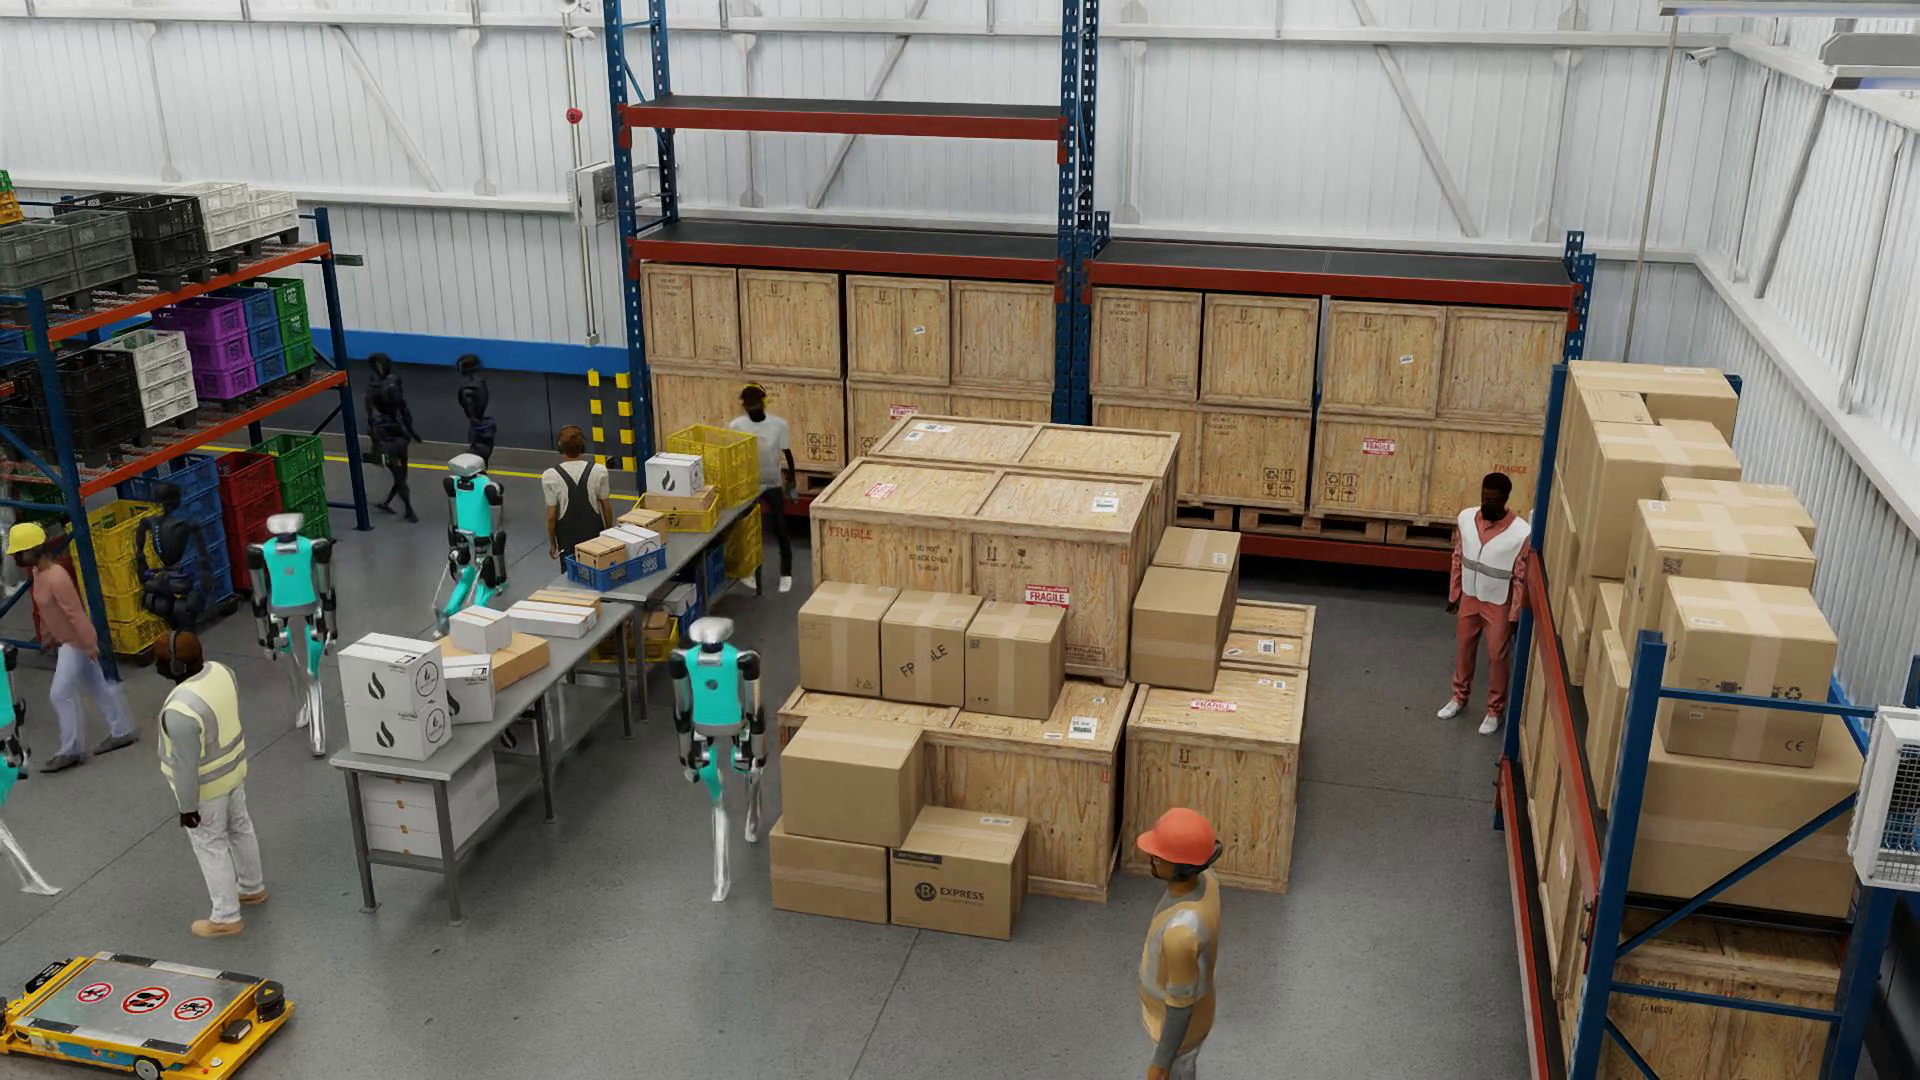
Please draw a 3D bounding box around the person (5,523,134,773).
[{"bbox_3d":[-6.042,0.705,11.136,0.738,1.724,0.549,-16,26,-36],"label":"person"}]

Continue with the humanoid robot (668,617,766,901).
[{"bbox_3d":[-1.374,1.179,9.976,0.533,1.780,1.020,1,21,4],"label":"humanoid robot"}]

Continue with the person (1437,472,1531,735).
[{"bbox_3d":[3.699,0.421,11.654,0.394,1.910,0.585,-18,27,-38],"label":"person"}]

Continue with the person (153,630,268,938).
[{"bbox_3d":[-4.226,1.350,9.326,0.430,1.836,0.628,1,21,2],"label":"person"}]

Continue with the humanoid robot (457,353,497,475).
[{"bbox_3d":[-4.519,-0.939,15.517,0.363,1.648,0.609,-3,21,-7],"label":"humanoid robot"}]

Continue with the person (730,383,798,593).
[{"bbox_3d":[-1.659,-0.449,14.026,0.564,1.846,0.406,-2,21,-5],"label":"person"}]

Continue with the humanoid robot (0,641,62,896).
[{"bbox_3d":[-5.849,1.288,9.661,0.995,1.778,0.530,5,21,12],"label":"humanoid robot"}]

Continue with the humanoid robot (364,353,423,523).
[{"bbox_3d":[-5.371,-0.977,15.691,0.531,1.658,0.620,6,22,16],"label":"humanoid robot"}]

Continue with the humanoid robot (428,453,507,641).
[{"bbox_3d":[-3.658,0.266,12.215,0.545,1.742,0.680,12,24,28],"label":"humanoid robot"}]

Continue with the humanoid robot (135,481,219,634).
[{"bbox_3d":[-5.743,0.388,12.119,0.612,1.628,0.754,3,21,7],"label":"humanoid robot"}]

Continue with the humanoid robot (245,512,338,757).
[{"bbox_3d":[-4.580,0.575,11.541,0.545,1.765,0.992,-7,22,-18],"label":"humanoid robot"}]

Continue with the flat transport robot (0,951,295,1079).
[{"bbox_3d":[-4.270,2.464,8.601,1.431,0.231,0.659,5,22,13],"label":"flat transport robot"}]

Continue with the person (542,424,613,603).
[{"bbox_3d":[-2.931,-0.004,12.849,0.505,1.846,0.346,-8,22,-19],"label":"person"}]

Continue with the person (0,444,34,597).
[{"bbox_3d":[-8.046,-0.421,13.927,0.519,1.856,0.404,6,22,14],"label":"person"}]

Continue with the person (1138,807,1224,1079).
[{"bbox_3d":[0.912,2.057,7.177,0.366,2.048,0.606,5,21,13],"label":"person"}]
